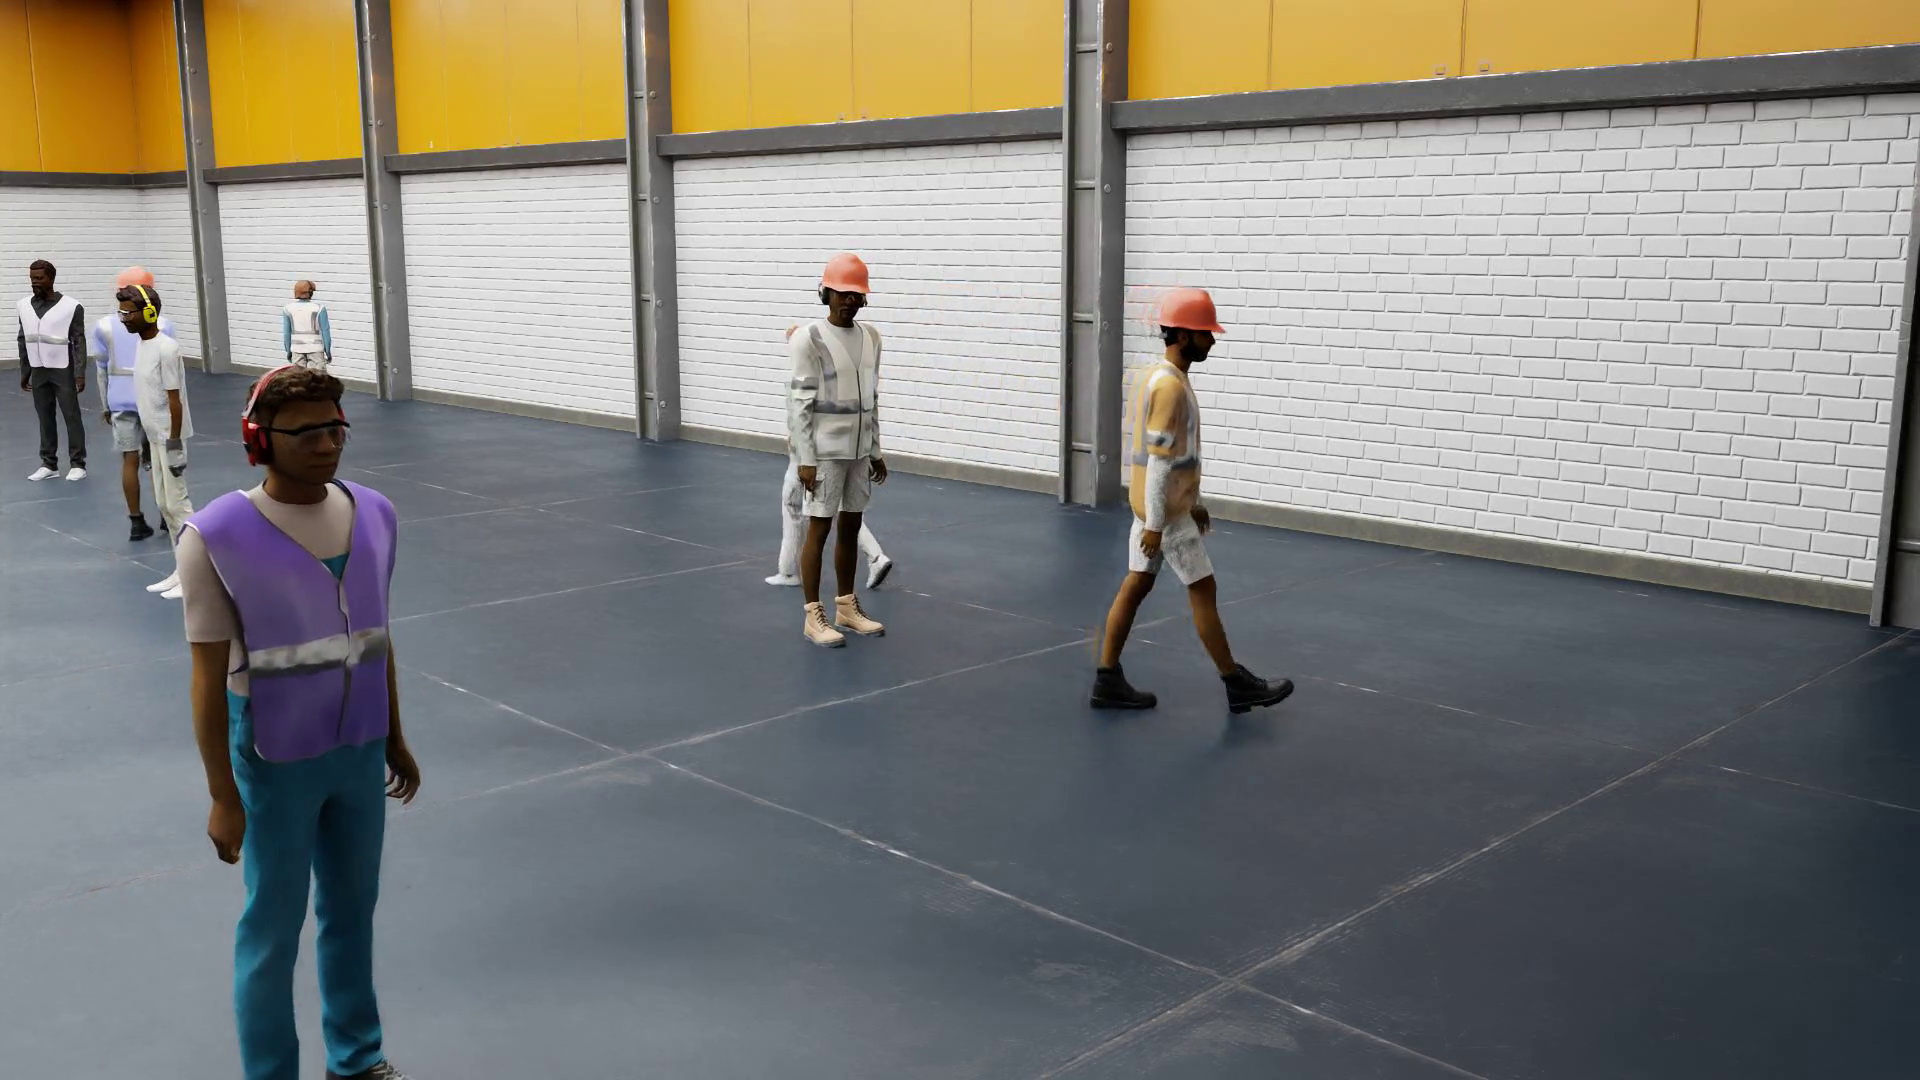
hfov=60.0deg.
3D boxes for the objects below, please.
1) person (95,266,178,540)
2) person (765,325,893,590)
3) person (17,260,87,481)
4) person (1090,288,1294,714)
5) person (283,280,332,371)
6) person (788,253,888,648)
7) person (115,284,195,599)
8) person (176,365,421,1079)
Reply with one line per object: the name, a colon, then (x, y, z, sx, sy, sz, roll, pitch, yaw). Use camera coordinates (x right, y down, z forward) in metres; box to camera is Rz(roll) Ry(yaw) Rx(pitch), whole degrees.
person: (-5.788, -0.968, 11.780, 0.576, 1.911, 0.627, -3, 11, -14)
person: (-0.802, -0.485, 9.982, 0.773, 1.609, 0.511, 7, 12, 33)
person: (-7.910, -1.475, 14.520, 0.587, 1.920, 0.387, 1, 10, 3)
person: (1.033, -0.155, 7.369, 0.961, 1.889, 0.565, 0, 10, 3)
person: (-7.329, -2.102, 18.707, 0.523, 1.636, 0.311, 0, 10, 1)
person: (-0.608, -0.469, 8.711, 0.395, 2.039, 0.606, 9, 14, 41)
person: (-4.703, -0.573, 9.801, 0.370, 1.853, 0.488, -9, 14, -41)
person: (-1.531, 0.512, 3.891, 0.372, 1.840, 0.570, 5, 12, 27)
